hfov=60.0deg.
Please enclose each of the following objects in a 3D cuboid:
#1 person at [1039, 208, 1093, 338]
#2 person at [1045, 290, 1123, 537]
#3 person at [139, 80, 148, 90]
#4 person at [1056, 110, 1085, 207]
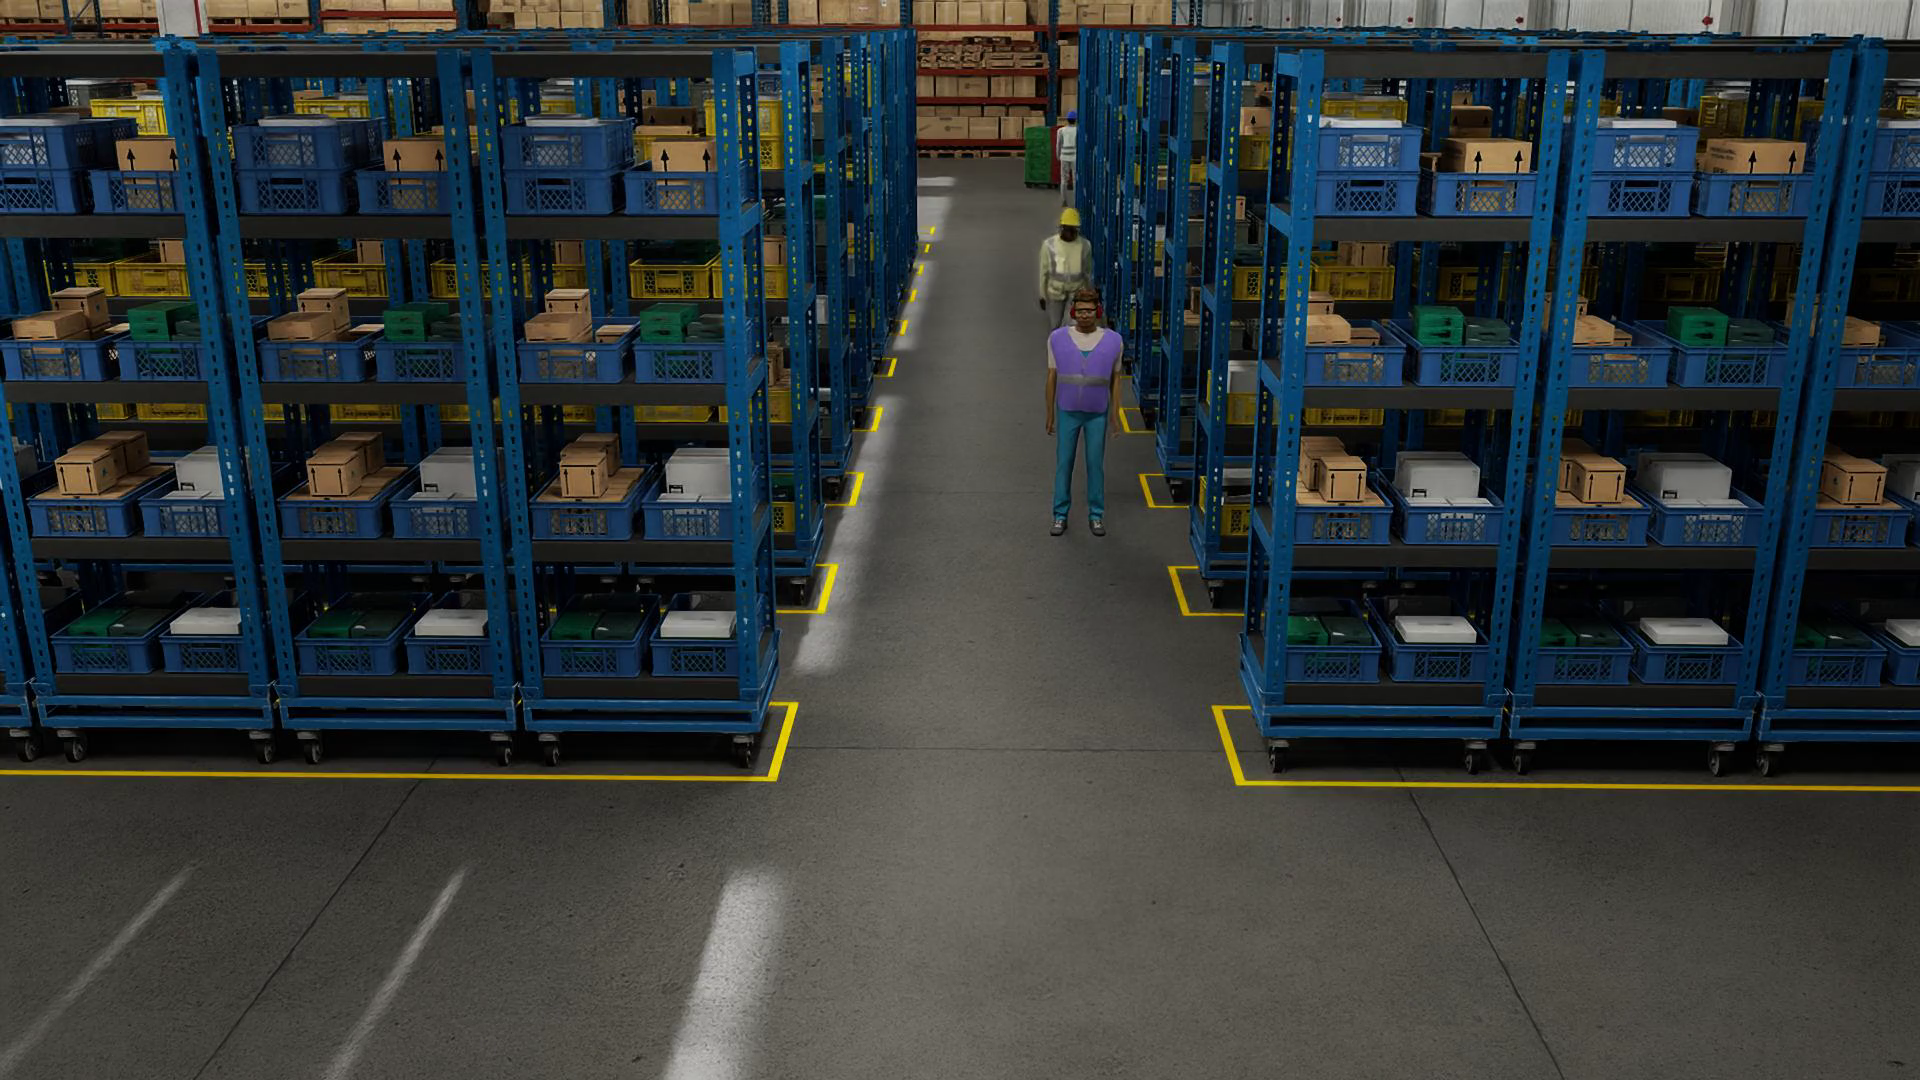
[{"bbox_3d":[1.140,-2.718,18.111,0.593,1.798,0.917,-1,17,-4],"label":"person"},{"bbox_3d":[0.914,-0.942,12.339,0.565,1.846,0.390,1,17,2],"label":"person"},{"bbox_3d":[-26.031,-13.773,53.243,0.429,1.844,0.627,4,18,12],"label":"person"},{"bbox_3d":[2.266,-7.793,34.005,0.605,1.949,0.401,6,18,19],"label":"person"}]
